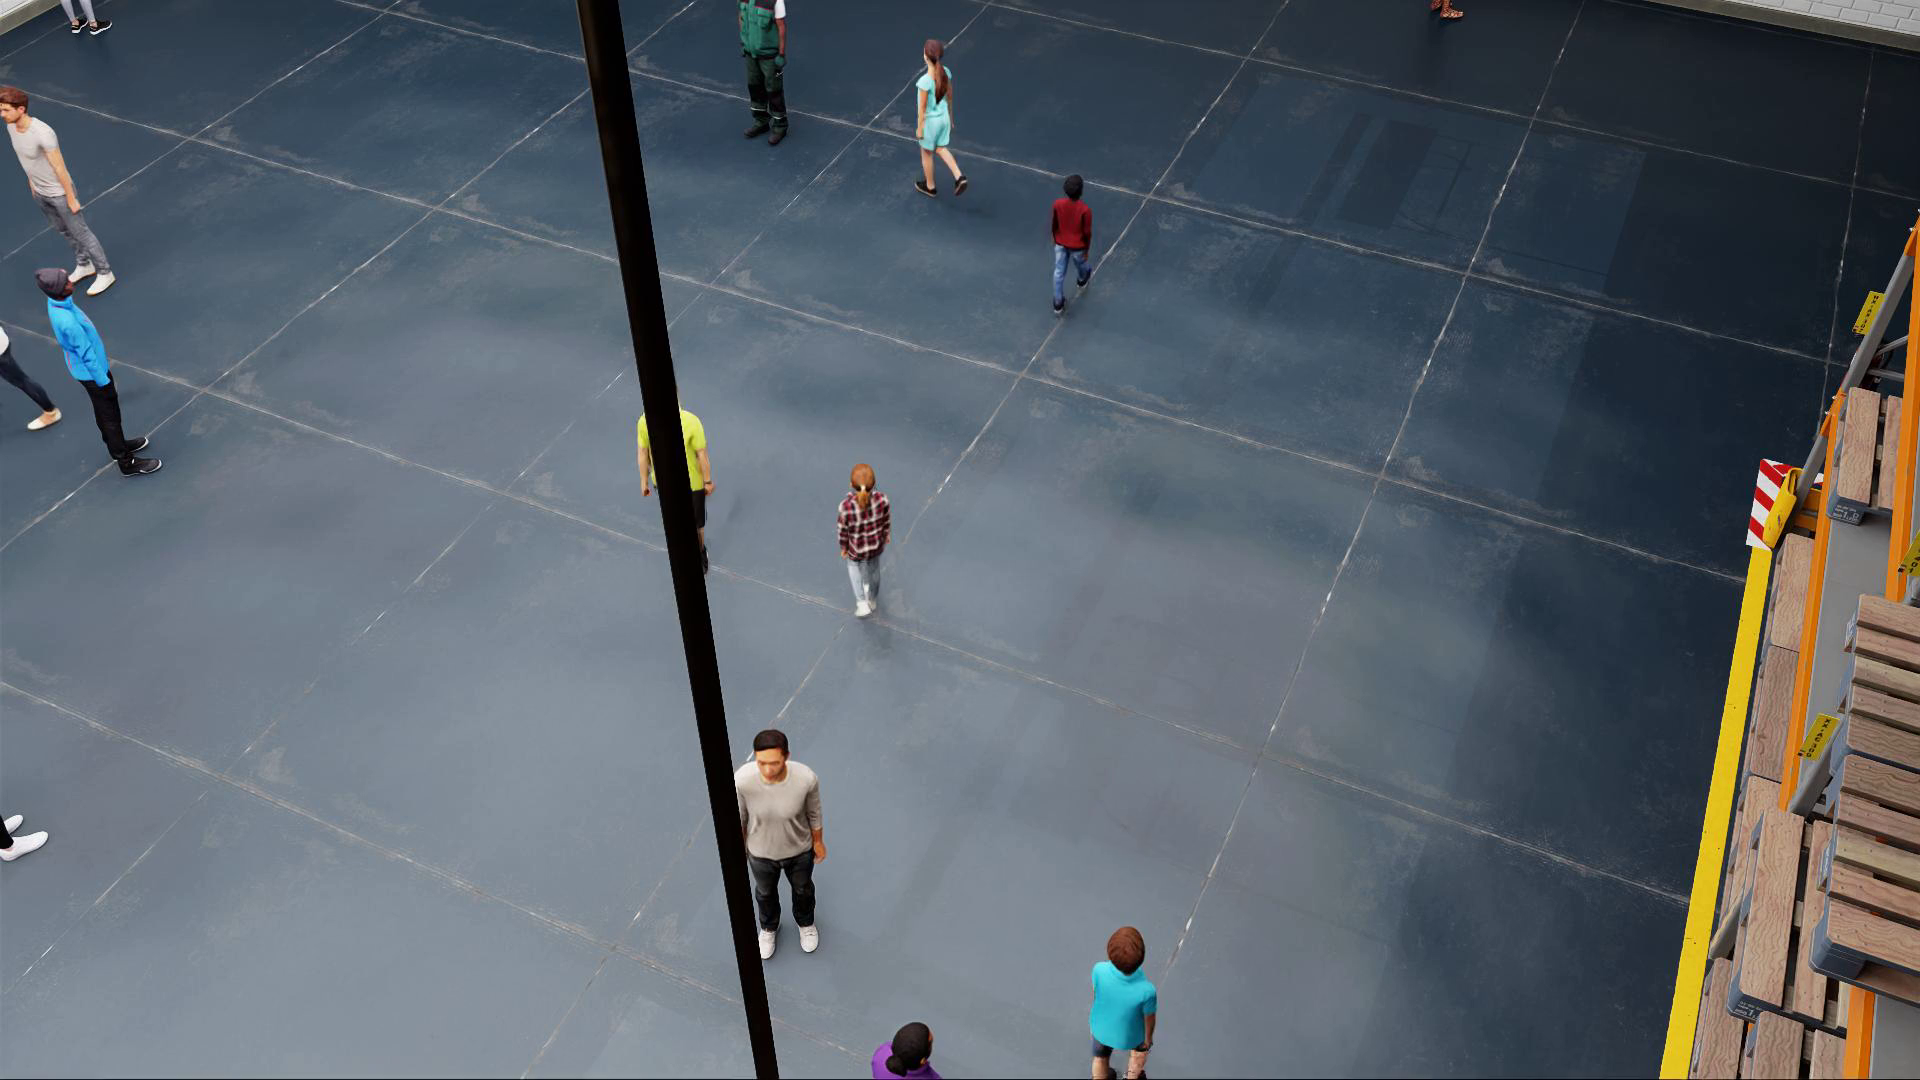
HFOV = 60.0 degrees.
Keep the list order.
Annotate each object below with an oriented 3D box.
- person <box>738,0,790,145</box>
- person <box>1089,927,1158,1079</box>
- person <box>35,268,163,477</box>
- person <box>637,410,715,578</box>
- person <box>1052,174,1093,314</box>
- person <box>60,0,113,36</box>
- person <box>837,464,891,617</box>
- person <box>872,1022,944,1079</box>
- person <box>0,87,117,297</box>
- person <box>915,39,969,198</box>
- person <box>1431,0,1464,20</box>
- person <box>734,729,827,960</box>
[{"bbox_3d":[-1.872,-4.674,15.827,0.708,1.840,0.635,23,48,23],"label":"person"},{"bbox_3d":[0.791,2.534,8.553,0.517,1.437,0.512,18,46,18],"label":"person"},{"bbox_3d":[-6.418,-1.248,12.263,0.688,1.794,0.698,-29,50,-27],"label":"person"},{"bbox_3d":[-1.935,-0.482,11.532,0.707,1.694,0.694,8,44,8],"label":"person"},{"bbox_3d":[0.910,-2.466,13.956,0.551,1.221,0.854,14,45,14],"label":"person"},{"bbox_3d":[-9.481,-6.180,17.490,0.595,1.725,0.568,9,44,9],"label":"person"},{"bbox_3d":[-0.629,0.038,11.273,0.688,1.299,0.753,-10,44,-10],"label":"person"},{"bbox_3d":[-0.225,2.848,7.982,0.676,1.768,0.686,-32,52,-29],"label":"person"},{"bbox_3d":[-7.613,-2.956,13.984,0.659,1.893,0.557,21,47,20],"label":"person"},{"bbox_3d":[-0.181,-3.775,15.095,0.758,1.547,0.830,33,52,29],"label":"person"},{"bbox_3d":[5.335,-6.451,17.779,0.721,1.719,0.640,-10,45,-11],"label":"person"},{"bbox_3d":[-0.998,1.656,9.202,0.738,1.812,0.734,-4,44,-4],"label":"person"}]
